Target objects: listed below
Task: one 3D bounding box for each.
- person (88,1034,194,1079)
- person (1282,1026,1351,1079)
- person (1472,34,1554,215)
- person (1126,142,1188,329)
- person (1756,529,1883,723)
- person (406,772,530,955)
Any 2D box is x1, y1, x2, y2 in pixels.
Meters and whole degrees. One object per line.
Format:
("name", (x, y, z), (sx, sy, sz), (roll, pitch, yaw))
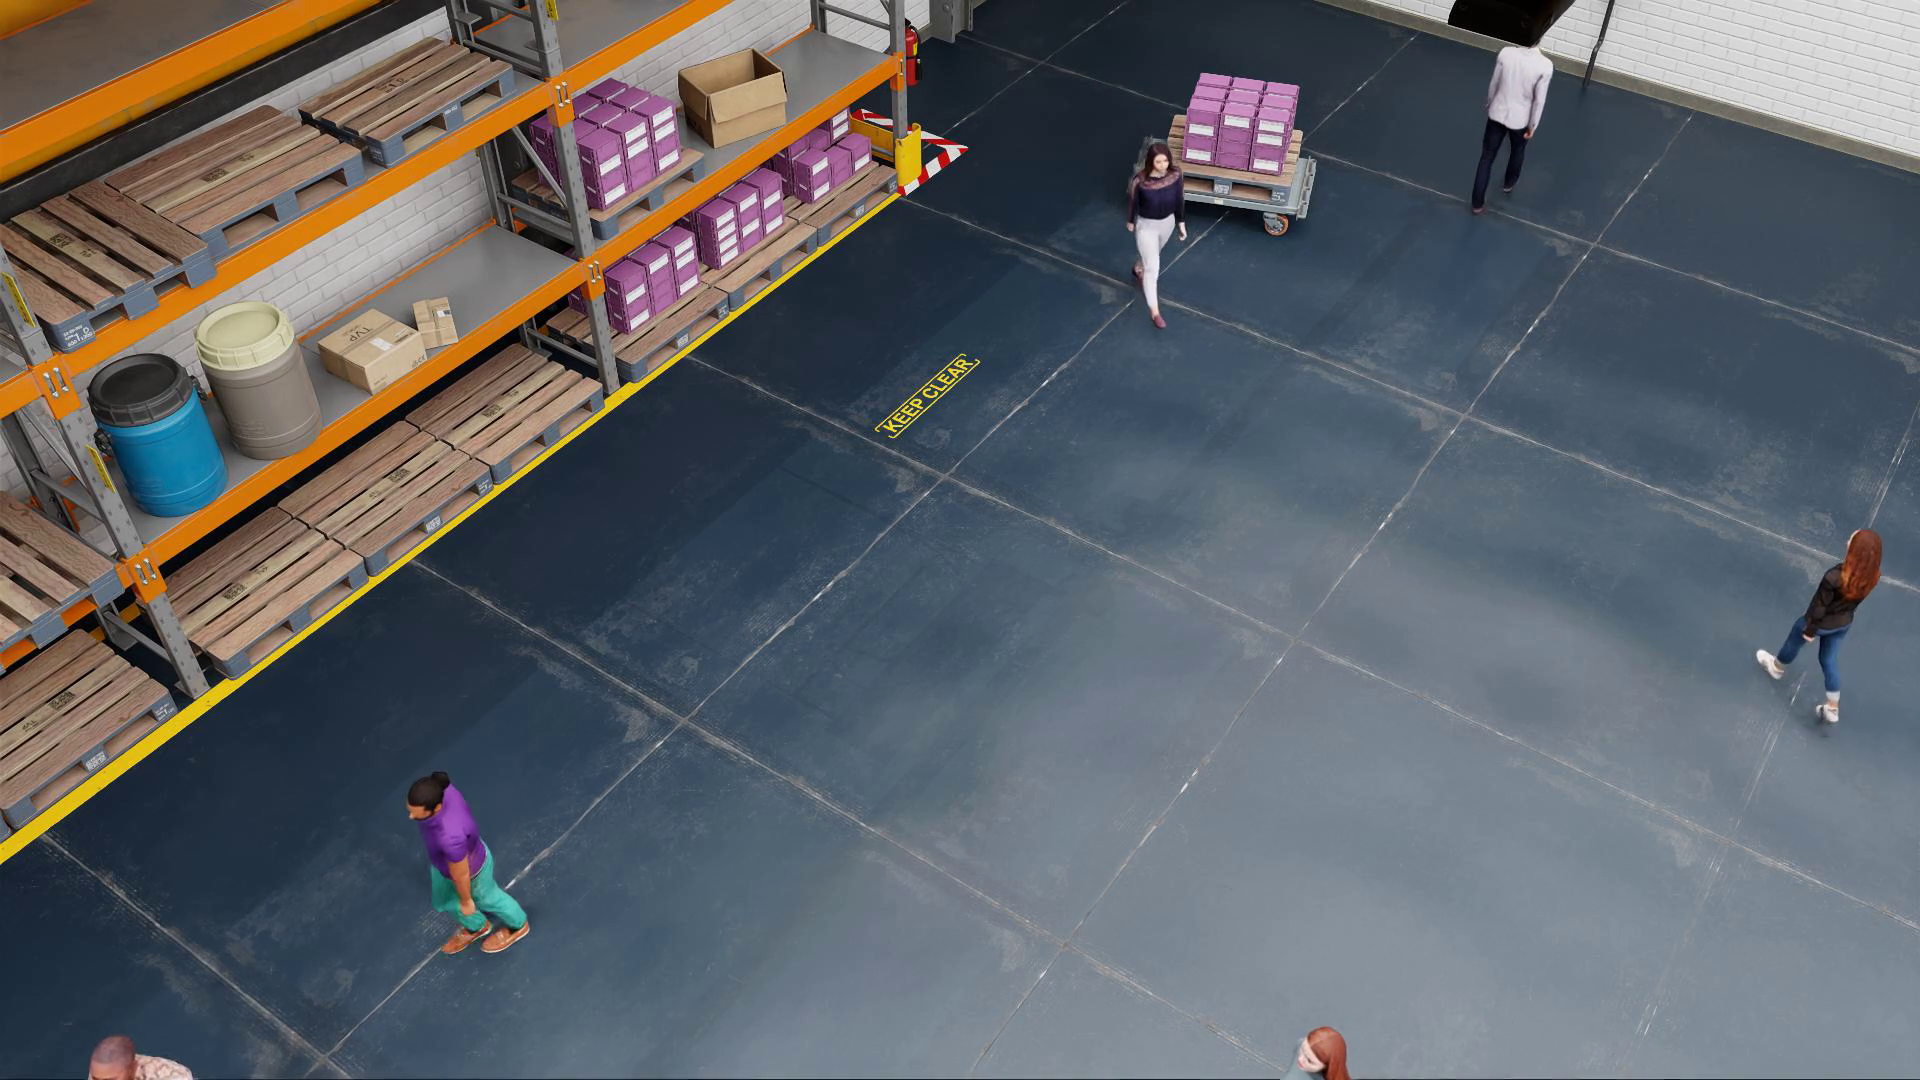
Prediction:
("person", (-3.729, 2.830, 8.063), (1.090, 1.787, 1.287), (2, 44, 2))
("person", (1.739, 2.852, 8.091), (1.175, 1.717, 0.975), (-16, 46, -16))
("person", (4.924, -3.772, 14.971), (0.756, 1.817, 1.043), (19, 47, 19))
("person", (1.617, -2.646, 13.971), (1.106, 1.566, 1.051), (-14, 45, -14))
("person", (5.632, 0.559, 10.688), (0.976, 1.455, 0.996), (-9, 44, -9))
("person", (-2.688, 1.766, 9.215), (0.808, 1.738, 0.750), (-21, 48, -21))
